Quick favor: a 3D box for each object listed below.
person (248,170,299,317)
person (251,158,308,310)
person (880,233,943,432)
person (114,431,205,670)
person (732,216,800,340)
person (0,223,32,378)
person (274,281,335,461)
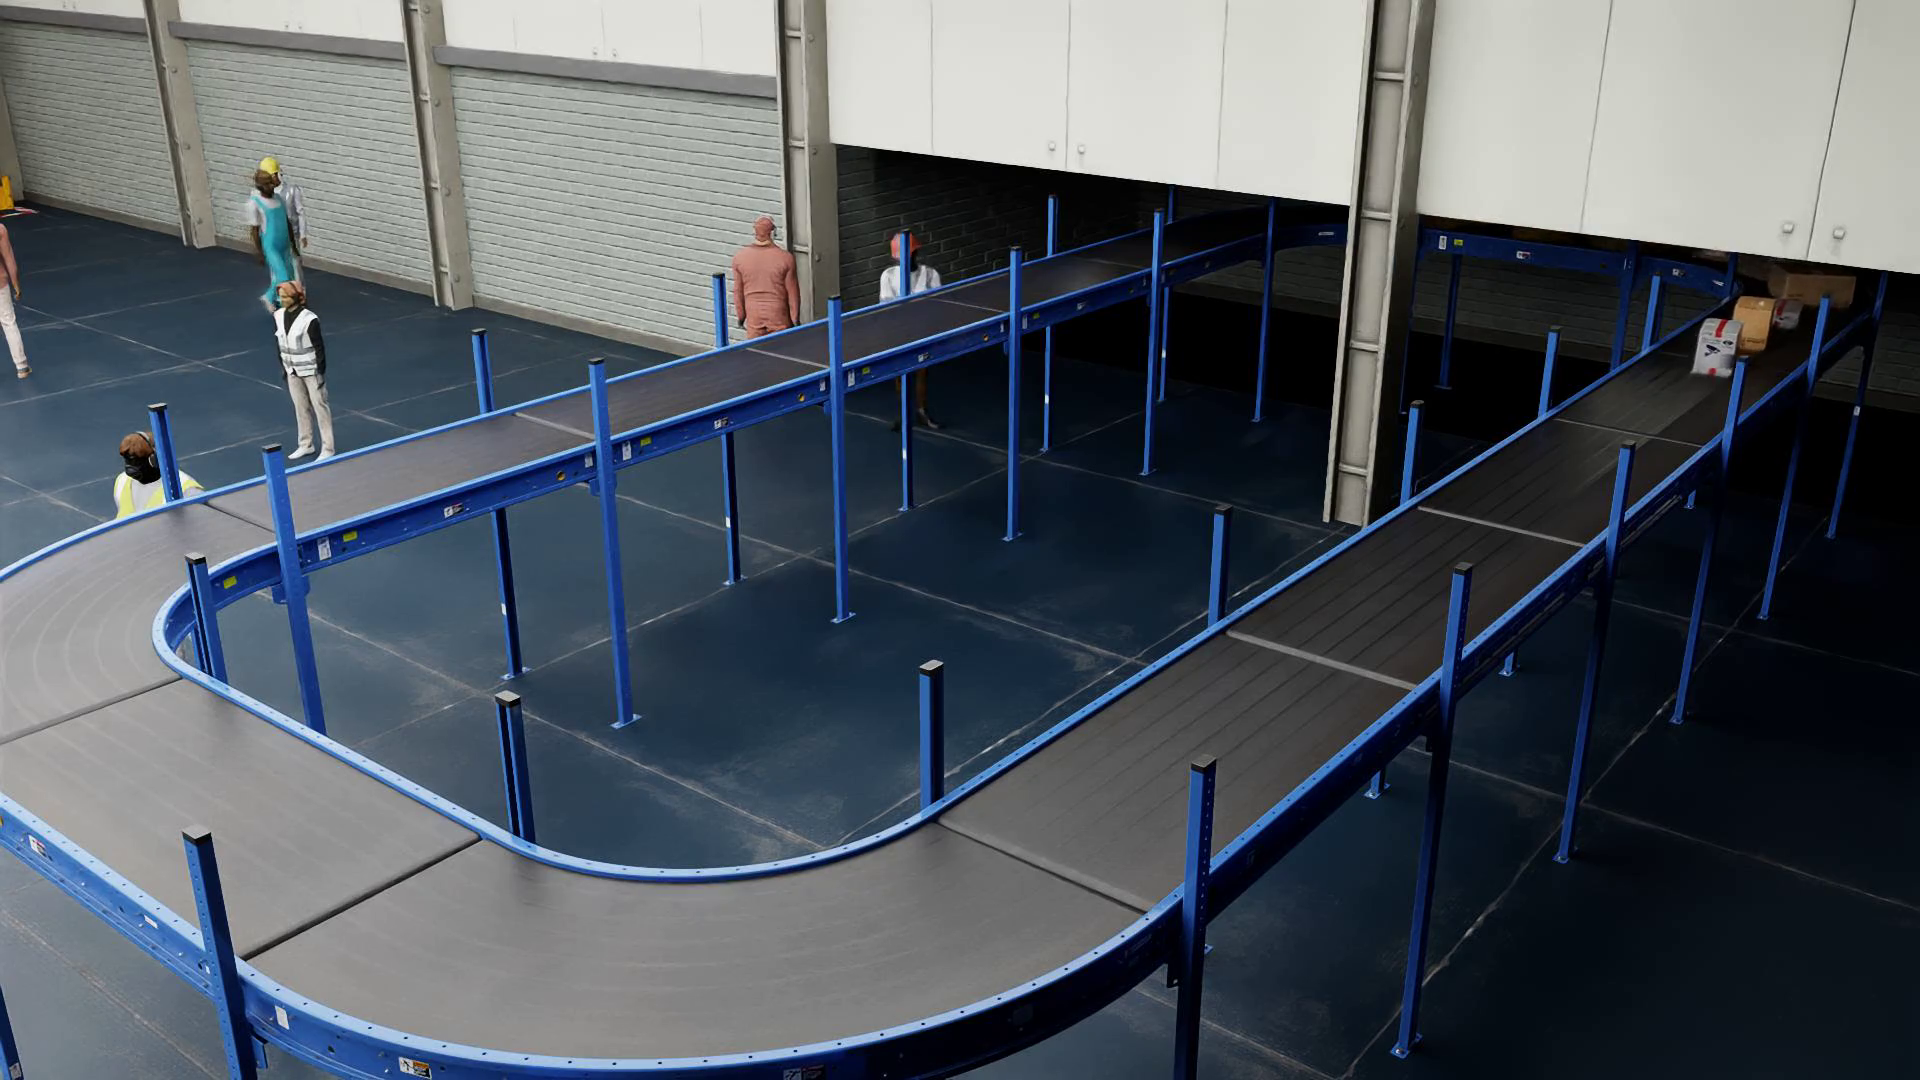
[{"bbox_3d":[-7.997,-3.400,19.347,0.670,1.825,0.531,9,23,22],"label":"person"},{"bbox_3d":[-8.192,-3.685,20.051,0.603,1.830,0.404,-4,22,-10],"label":"person"},{"bbox_3d":[-0.408,-1.913,15.456,0.673,1.916,0.426,-2,22,-4],"label":"person"},{"bbox_3d":[-4.823,0.217,10.126,0.629,1.842,0.429,7,22,17],"label":"person"},{"bbox_3d":[-1.856,-2.191,16.158,0.654,1.904,0.407,3,22,9],"label":"person"},{"bbox_3d":[-10.060,-2.640,17.178,0.623,1.992,0.397,-12,25,-28],"label":"person"},{"bbox_3d":[-5.812,-1.491,14.734,0.514,1.641,0.315,10,24,24],"label":"person"}]
